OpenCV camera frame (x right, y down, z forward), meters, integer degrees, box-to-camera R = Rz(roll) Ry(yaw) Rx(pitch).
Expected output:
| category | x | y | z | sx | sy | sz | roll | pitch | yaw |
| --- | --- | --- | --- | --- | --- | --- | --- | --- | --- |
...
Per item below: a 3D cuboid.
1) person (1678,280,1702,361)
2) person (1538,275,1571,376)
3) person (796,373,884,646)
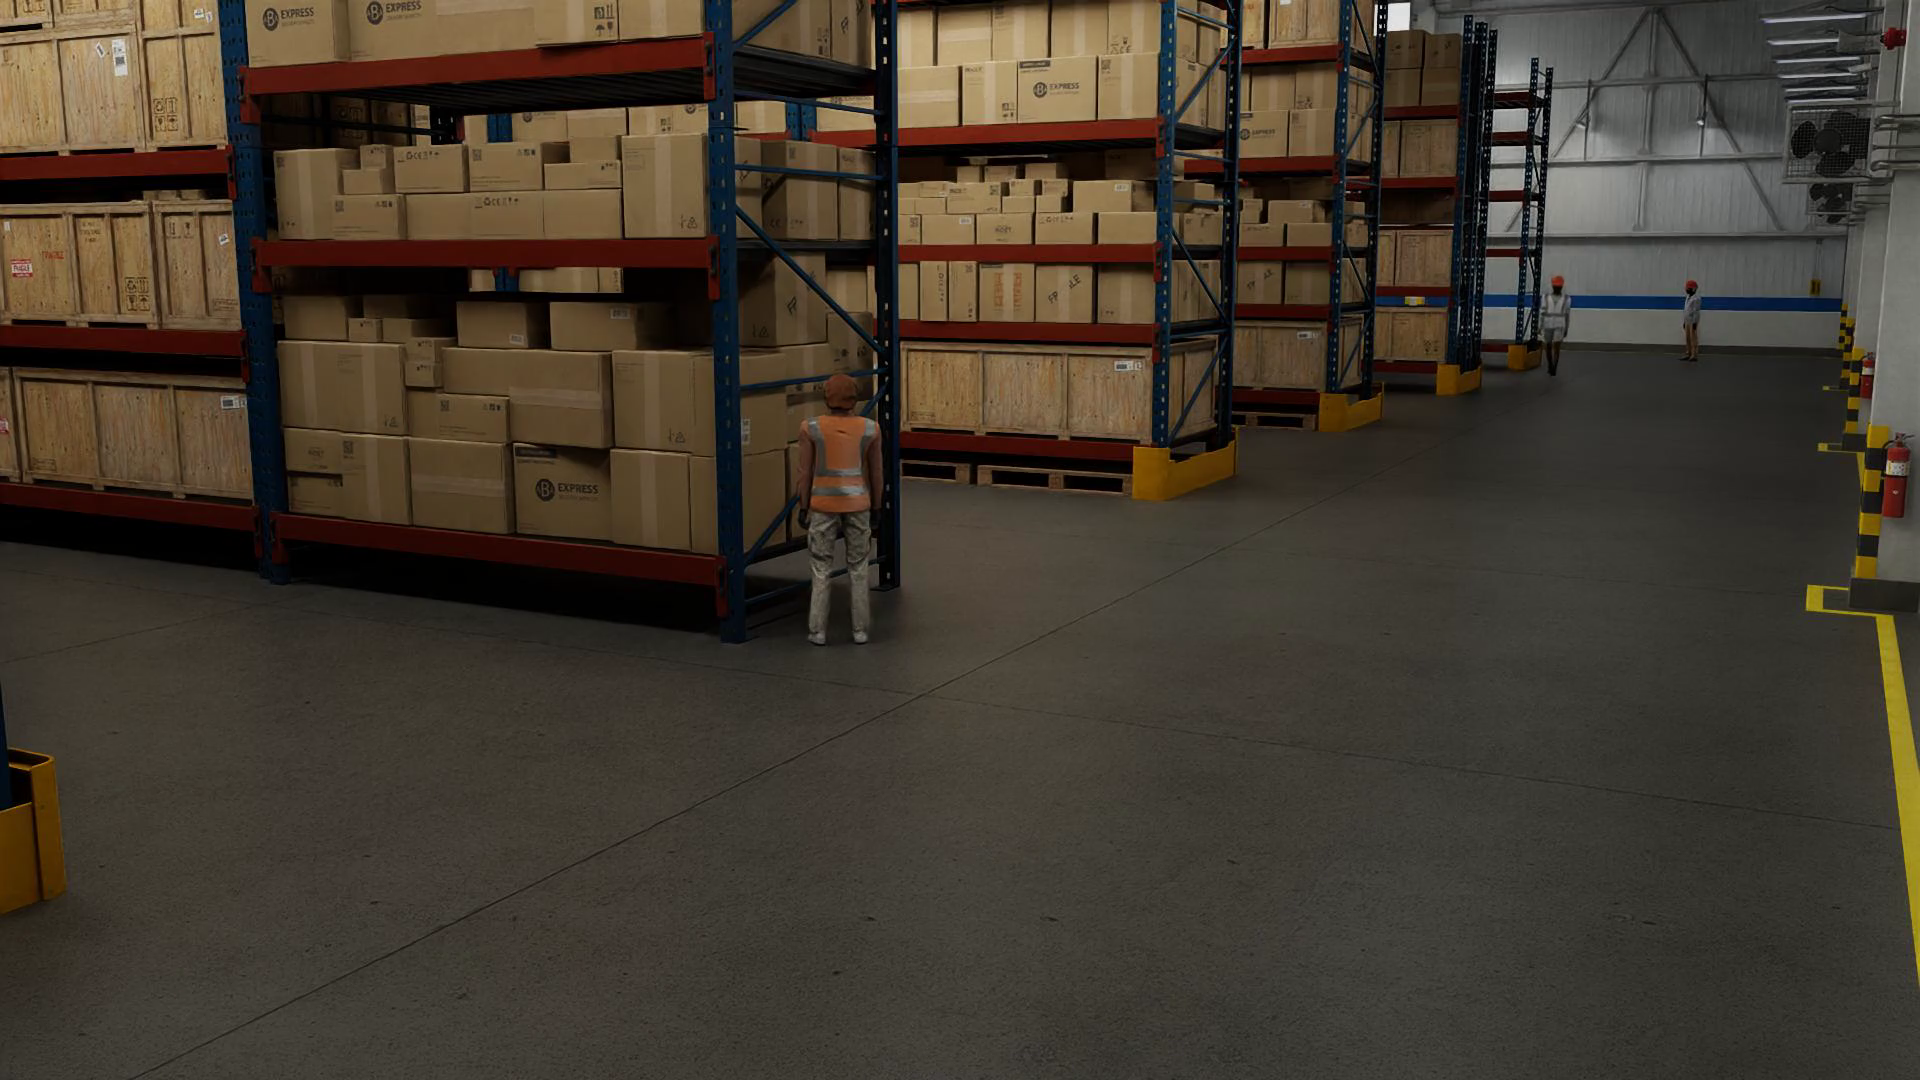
| category | x | y | z | sx | sy | sz | roll | pitch | yaw |
| --- | --- | --- | --- | --- | --- | --- | --- | --- | --- |
| person | 15.749 | -4.723 | 35.884 | 0.361 | 1.742 | 0.563 | 0 | 10 | -1 |
| person | 11.357 | -4.097 | 31.749 | 0.564 | 1.922 | 0.685 | 5 | 11 | 28 |
| person | -0.707 | -0.176 | 9.889 | 0.522 | 1.632 | 0.314 | -2 | 10 | -13 |
